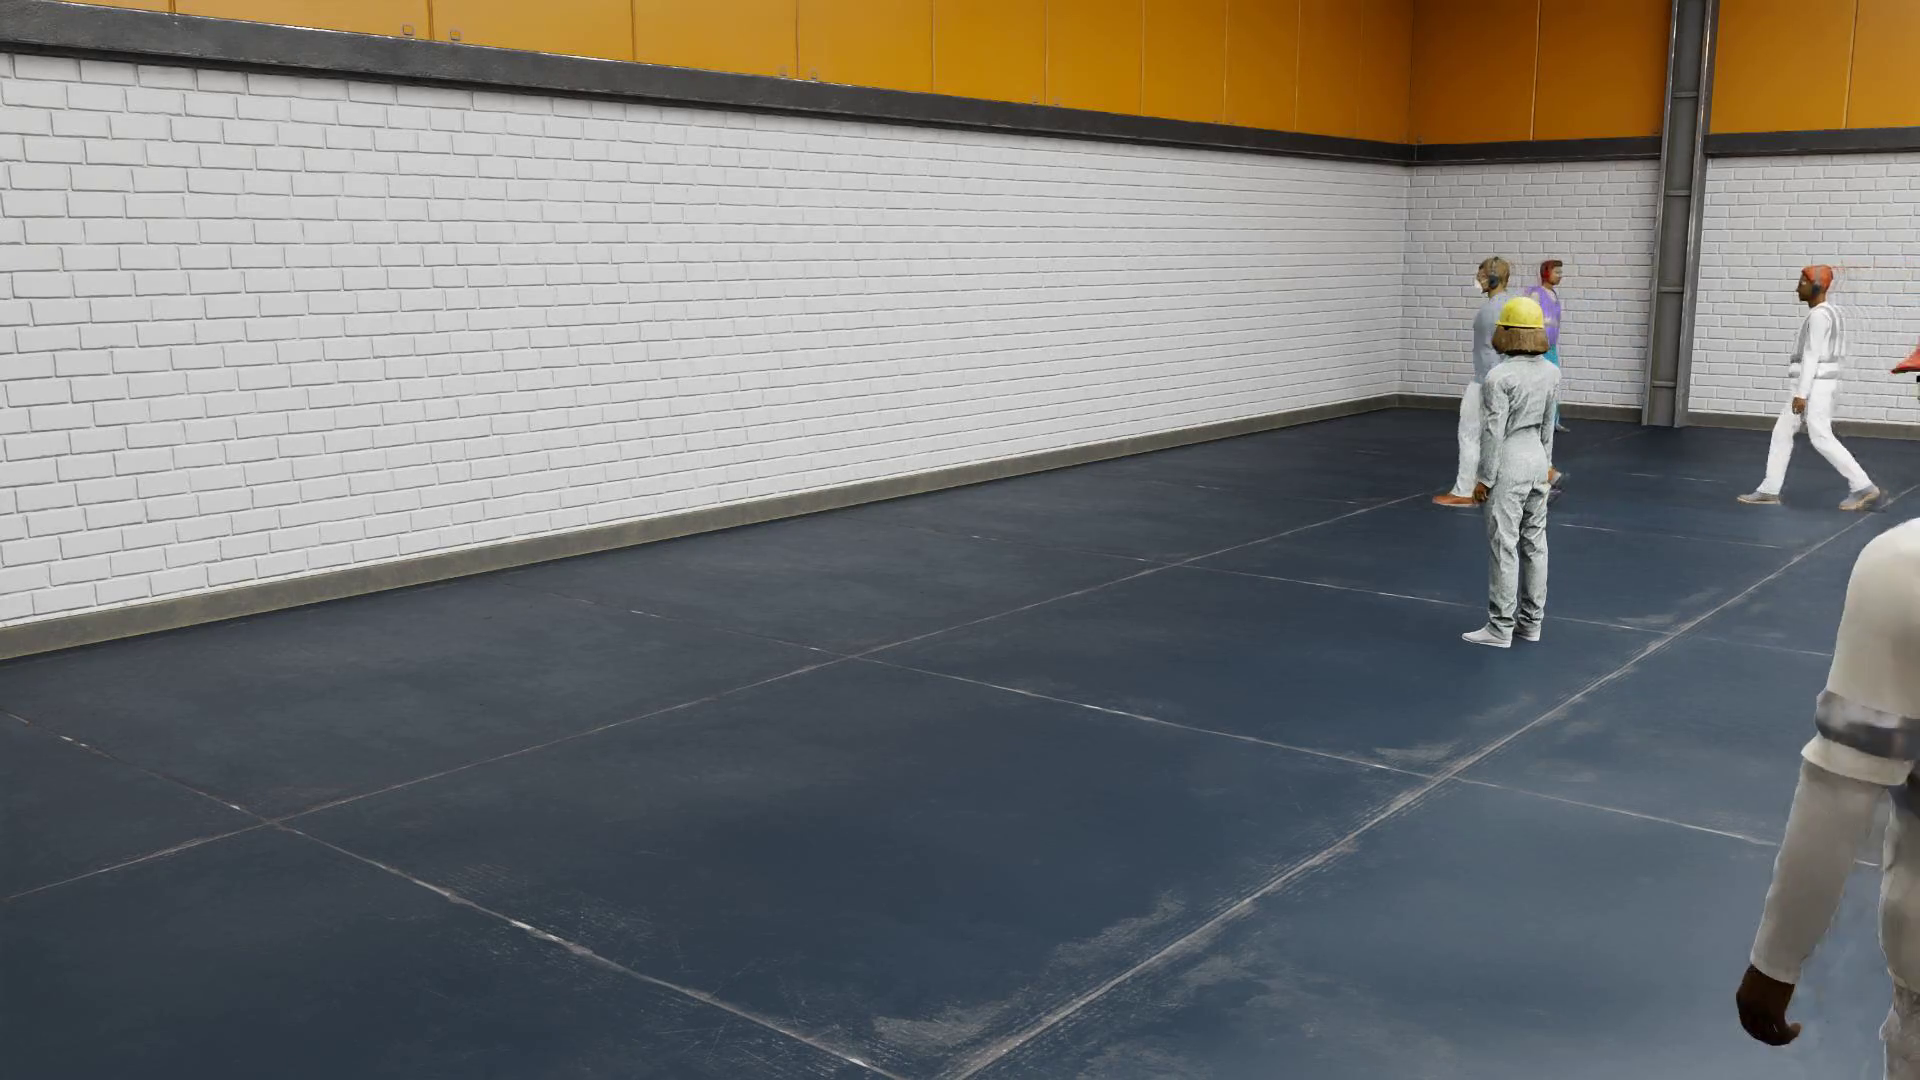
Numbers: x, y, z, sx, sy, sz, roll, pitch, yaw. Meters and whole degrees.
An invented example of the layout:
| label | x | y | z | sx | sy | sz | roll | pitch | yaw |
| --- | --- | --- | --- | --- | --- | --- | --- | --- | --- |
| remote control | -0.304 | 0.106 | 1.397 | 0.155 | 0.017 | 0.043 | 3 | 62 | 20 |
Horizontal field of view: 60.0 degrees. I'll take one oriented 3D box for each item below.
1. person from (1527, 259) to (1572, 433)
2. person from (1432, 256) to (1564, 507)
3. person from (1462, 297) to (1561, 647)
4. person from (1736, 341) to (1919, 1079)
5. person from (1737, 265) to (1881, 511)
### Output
| label | x | y | z | sx | sy | sz | roll | pitch | yaw |
| --- | --- | --- | --- | --- | --- | --- | --- | --- | --- |
| person | 6.082 | -2.055 | 17.613 | 0.559 | 1.825 | 0.798 | -10 | 14 | -44 |
| person | 4.057 | -1.162 | 12.445 | 0.856 | 1.914 | 0.633 | 8 | 13 | 36 |
| person | 2.762 | -0.335 | 8.312 | 0.487 | 1.744 | 0.294 | -7 | 12 | -32 |
| person | 1.492 | 0.569 | 2.530 | 0.632 | 2.012 | 0.770 | -3 | 11 | -17 |
| person | 6.463 | -1.137 | 12.489 | 0.933 | 1.850 | 0.588 | 5 | 11 | 25 |
